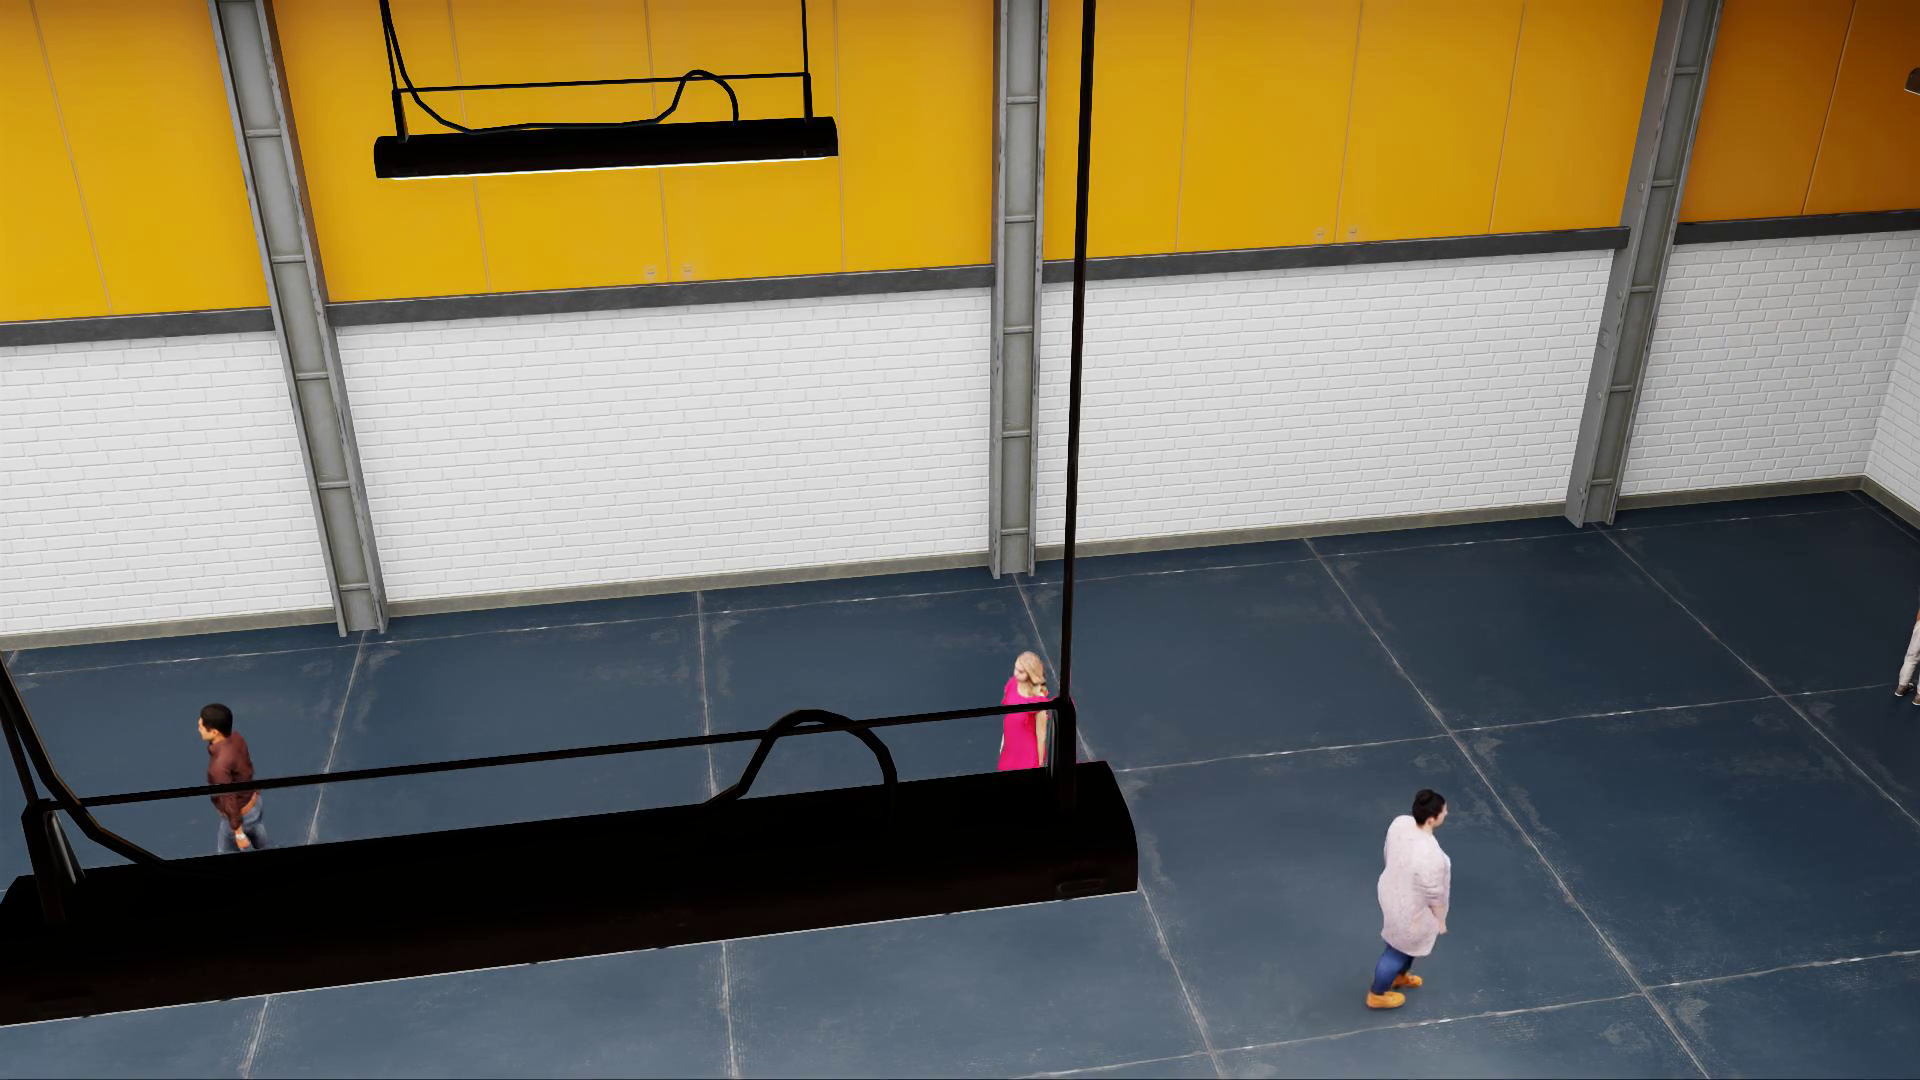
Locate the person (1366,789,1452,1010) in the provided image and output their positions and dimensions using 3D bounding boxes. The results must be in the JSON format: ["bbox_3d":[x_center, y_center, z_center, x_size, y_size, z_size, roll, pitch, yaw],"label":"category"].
[{"bbox_3d":[2.772,2.298,10.541,0.638,1.728,0.668,-5,29,-8],"label":"person"}]

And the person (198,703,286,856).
[{"bbox_3d":[-4.779,1.880,11.320,1.099,1.715,0.668,-4,29,-7],"label":"person"}]

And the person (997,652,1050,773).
[{"bbox_3d":[0.528,1.504,12.016,0.969,1.710,0.770,-16,33,-27],"label":"person"}]

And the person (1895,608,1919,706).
[{"bbox_3d":[8.067,0.761,13.795,0.554,1.311,0.538,-15,32,-25],"label":"person"}]
